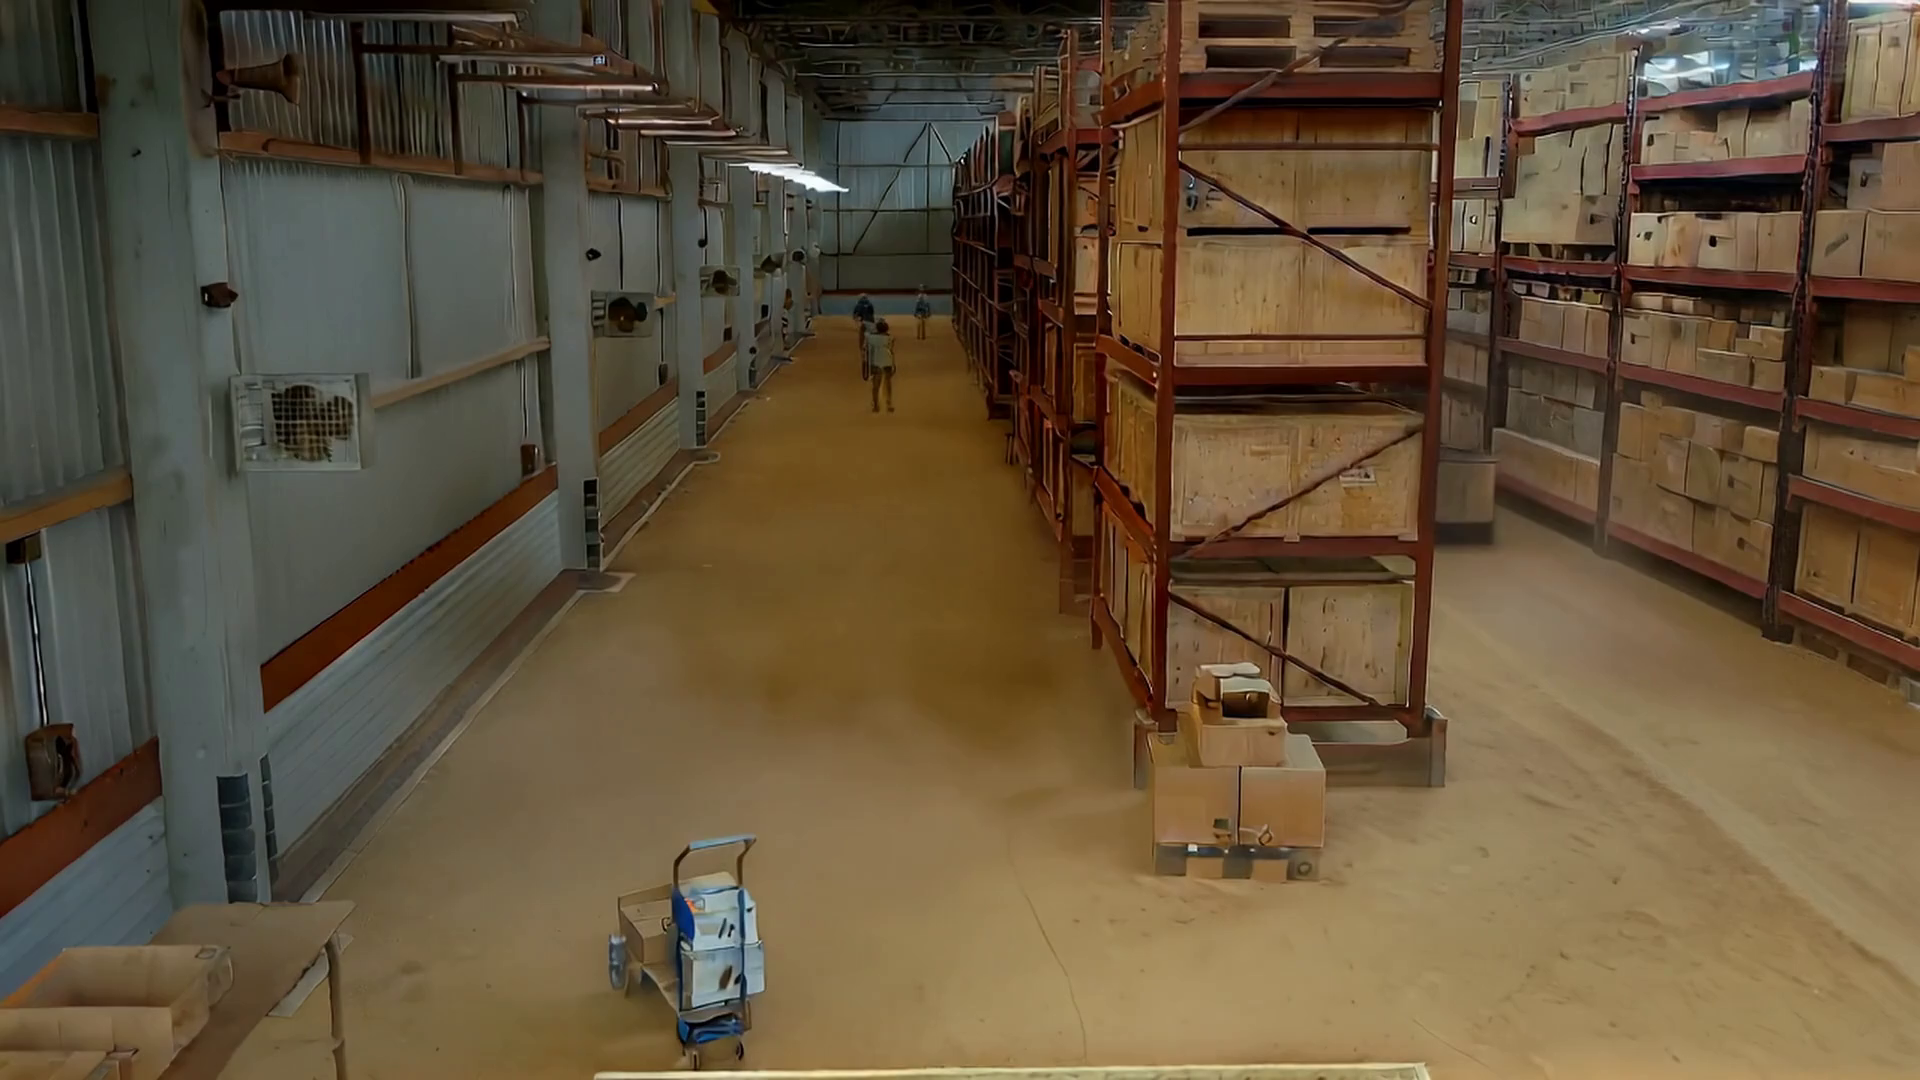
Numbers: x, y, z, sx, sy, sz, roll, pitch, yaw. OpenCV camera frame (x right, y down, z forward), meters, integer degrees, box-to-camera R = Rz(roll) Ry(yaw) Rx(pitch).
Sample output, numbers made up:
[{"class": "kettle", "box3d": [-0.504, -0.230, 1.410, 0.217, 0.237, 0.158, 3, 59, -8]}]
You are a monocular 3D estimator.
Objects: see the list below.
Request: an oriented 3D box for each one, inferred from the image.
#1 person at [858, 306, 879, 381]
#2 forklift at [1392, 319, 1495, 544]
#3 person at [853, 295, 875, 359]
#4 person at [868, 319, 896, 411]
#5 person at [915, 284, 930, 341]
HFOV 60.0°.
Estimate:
[{"class": "person", "box3d": [-2.321, -5.039, 42.616, 0.598, 1.906, 0.413, -2, 11, -8]}, {"class": "forklift", "box3d": [5.761, -1.398, 21.122, 1.873, 2.768, 1.129, 0, 11, -2]}, {"class": "person", "box3d": [-2.837, -6.312, 49.264, 0.677, 1.894, 0.511, 0, 11, -2]}, {"class": "person", "box3d": [-1.671, -3.755, 35.725, 0.619, 1.986, 0.410, -3, 11, -16]}, {"class": "person", "box3d": [-1.282, -7.722, 56.572, 0.550, 1.909, 0.735, 1, 11, 6]}]
